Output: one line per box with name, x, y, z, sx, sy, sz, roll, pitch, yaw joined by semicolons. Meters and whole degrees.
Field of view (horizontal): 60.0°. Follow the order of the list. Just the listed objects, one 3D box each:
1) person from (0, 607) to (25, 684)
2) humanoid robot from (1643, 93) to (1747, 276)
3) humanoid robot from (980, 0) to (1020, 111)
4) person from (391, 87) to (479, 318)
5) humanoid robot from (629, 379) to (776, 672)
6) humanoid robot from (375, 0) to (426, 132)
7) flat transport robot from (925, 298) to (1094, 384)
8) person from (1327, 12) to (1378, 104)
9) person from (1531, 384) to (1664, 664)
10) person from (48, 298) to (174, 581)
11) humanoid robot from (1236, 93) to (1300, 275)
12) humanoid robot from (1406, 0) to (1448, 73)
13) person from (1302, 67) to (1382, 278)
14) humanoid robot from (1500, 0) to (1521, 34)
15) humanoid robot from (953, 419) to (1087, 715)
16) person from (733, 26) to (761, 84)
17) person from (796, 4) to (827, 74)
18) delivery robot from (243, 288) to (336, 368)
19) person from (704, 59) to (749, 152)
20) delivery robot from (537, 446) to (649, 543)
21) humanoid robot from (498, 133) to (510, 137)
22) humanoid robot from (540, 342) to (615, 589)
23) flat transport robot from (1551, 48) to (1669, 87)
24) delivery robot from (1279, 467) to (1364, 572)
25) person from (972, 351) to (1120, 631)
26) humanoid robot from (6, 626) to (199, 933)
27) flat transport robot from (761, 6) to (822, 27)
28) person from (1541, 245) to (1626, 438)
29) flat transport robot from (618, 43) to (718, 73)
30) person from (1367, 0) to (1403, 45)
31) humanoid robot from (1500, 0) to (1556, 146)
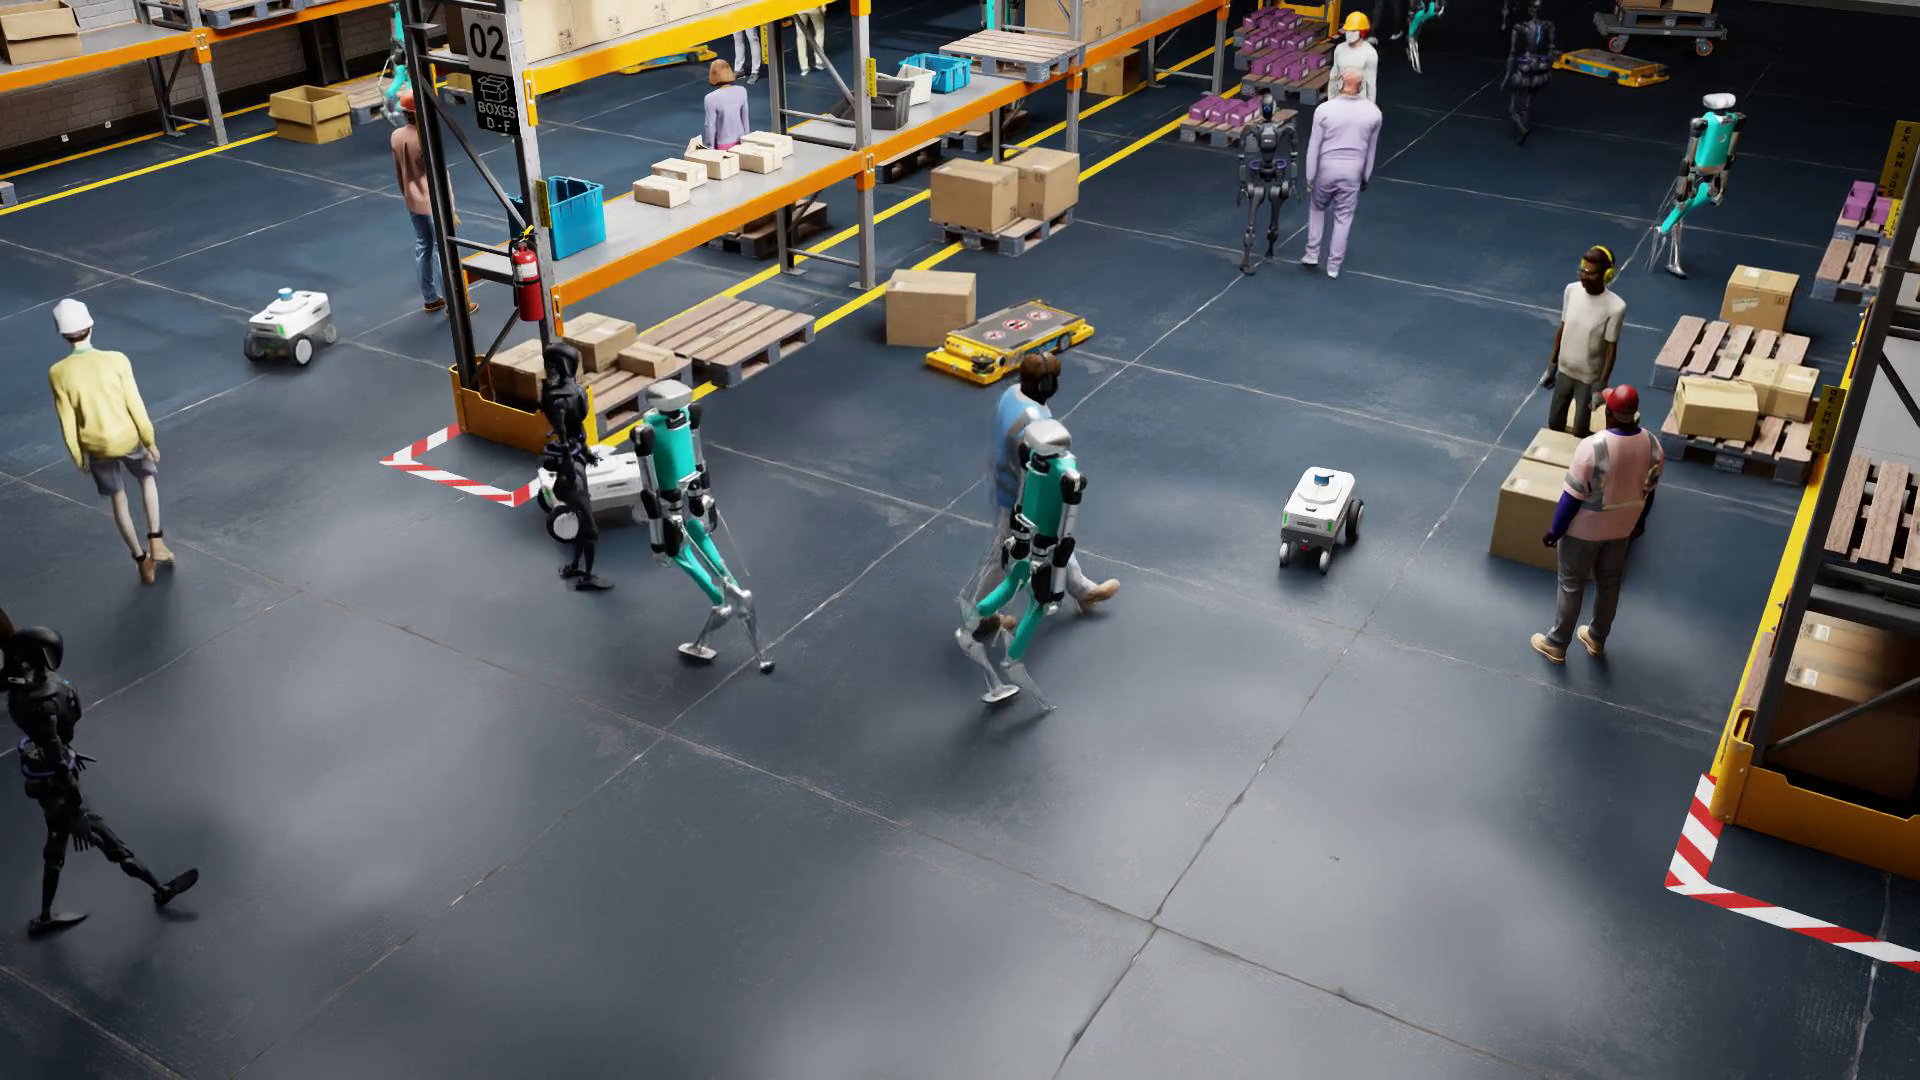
person;-5.578;0.069;9.109;0.377;1.956;0.612;7;30;13
humanoid robot;6.621;-3.190;15.212;0.549;1.903;0.743;-8;31;-14
humanoid robot;0.594;-5.866;19.691;0.533;1.677;0.735;20;35;31
person;-4.554;-2.890;14.303;0.612;1.994;0.379;18;34;29
humanoid robot;-1.386;0.027;9.490;0.839;1.873;0.555;16;33;25
humanoid robot;-6.347;-5.262;18.767;0.544;1.774;0.740;18;34;29
flat transport robot;0.430;-1.673;13.900;0.659;0.231;1.431;24;37;36
person;4.117;-4.593;17.439;0.566;1.879;0.591;25;38;37
person;3.669;-0.088;9.589;0.622;1.753;0.420;-7;30;-12
person;-5.294;-0.602;10.381;0.504;1.872;0.453;-14;32;-23
humanoid robot;2.854;-3.295;15.369;0.603;1.635;0.613;4;30;7
humanoid robot;6.146;-7.164;22.153;0.558;1.768;1.001;-4;30;-7
person;3.484;-3.366;15.272;0.654;1.871;0.596;2;30;3
humanoid robot;8.045;-8.128;23.924;0.614;1.629;0.731;5;30;9
humanoid robot;0.257;0.244;9.050;0.762;1.808;0.544;-16;33;-26
person;-2.796;-6.898;21.445;0.488;1.945;0.430;16;33;27
person;-1.999;-7.067;21.962;0.571;1.718;0.596;5;30;8
delivery robot;-5.552;-1.800;13.828;0.499;0.587;0.762;8;30;13
person;-2.310;-3.953;16.558;0.500;1.628;0.282;-22;36;-34
delivery robot;-2.493;-0.343;11.260;0.775;0.596;0.499;-11;31;-18
humanoid robot;-5.250;-5.499;19.216;0.540;1.839;0.659;16;33;26
humanoid robot;-2.377;-0.474;10.355;0.402;1.655;0.590;-3;30;-5
flat transport robot;8.578;-6.262;22.018;0.659;0.231;1.431;-19;34;-30
delivery robot;2.367;-0.182;10.986;0.499;0.607;0.808;12;32;20
person;0.499;-0.261;9.858;0.993;1.774;0.654;-4;30;-6
humanoid robot;-4.071;1.078;7.636;0.765;1.630;0.610;-16;33;-26
flat transport robot;-2.644;-7.953;25.011;0.659;0.231;1.431;10;31;18
person;4.209;-1.114;11.297;0.341;1.863;0.522;-15;33;-25
flat transport robot;-4.082;-6.589;22.597;1.431;0.231;0.659;-22;36;-34
person;6.059;-7.894;23.355;0.513;1.807;0.940;16;33;26
humanoid robot;6.528;-5.320;18.929;0.609;1.634;0.576;-6;30;-10
